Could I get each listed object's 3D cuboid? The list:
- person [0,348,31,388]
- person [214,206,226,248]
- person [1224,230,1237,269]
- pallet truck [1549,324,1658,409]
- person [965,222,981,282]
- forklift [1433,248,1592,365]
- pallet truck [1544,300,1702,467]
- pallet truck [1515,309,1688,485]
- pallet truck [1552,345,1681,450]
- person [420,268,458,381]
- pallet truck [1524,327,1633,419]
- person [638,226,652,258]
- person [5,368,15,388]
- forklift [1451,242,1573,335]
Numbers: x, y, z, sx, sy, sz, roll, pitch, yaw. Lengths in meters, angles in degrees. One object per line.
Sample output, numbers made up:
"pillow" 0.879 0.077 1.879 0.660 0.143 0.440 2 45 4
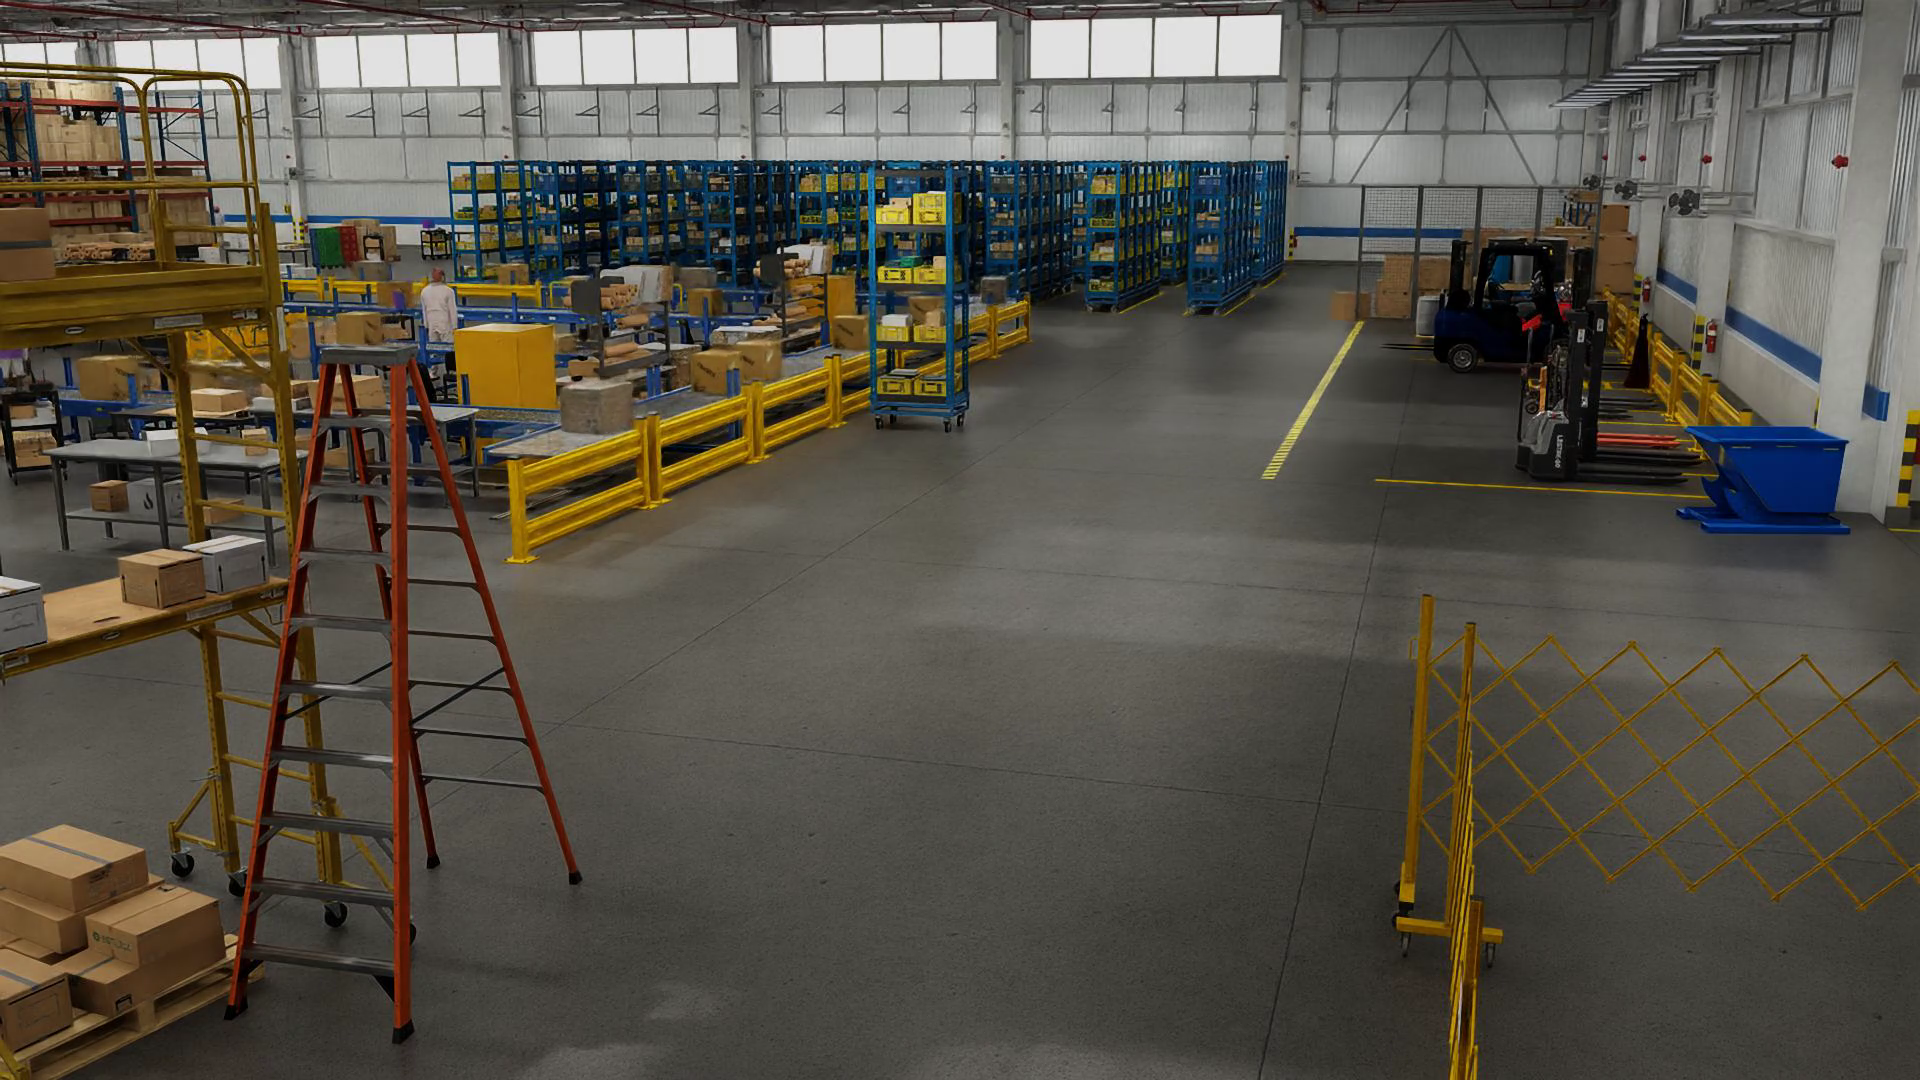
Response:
"person" -13.550 -2.630 23.701 0.376 1.933 0.545 13 18 44
"person" -30.381 -12.816 68.135 0.584 1.732 0.641 -4 14 -17
"person" 7.463 -7.822 46.408 0.913 1.815 0.581 4 14 19
"pallet truck" 9.824 -2.669 25.407 1.601 1.201 0.680 4 14 16
"person" 0.331 -8.604 49.449 0.589 1.951 0.618 9 16 35
"forklift" 9.780 -4.111 29.280 2.680 1.987 1.157 3 13 14
"pallet truck" 8.263 -1.952 20.631 1.885 1.965 0.823 5 14 20
"pallet truck" 7.554 -1.677 19.446 1.885 1.965 0.823 3 13 14
"pallet truck" 8.641 -1.896 21.908 1.630 1.274 0.653 4 14 16
"person" -8.765 -3.632 28.125 0.644 1.899 0.396 4 14 16
"pallet truck" 9.065 -2.460 24.370 1.522 1.261 0.704 3 13 14
"person" -9.935 -9.224 52.518 0.957 1.777 0.623 5 14 20
"person" -13.814 -2.761 24.084 0.482 2.030 0.617 1 13 6
"forklift" 10.464 -4.597 31.405 2.680 1.987 1.157 4 14 16
